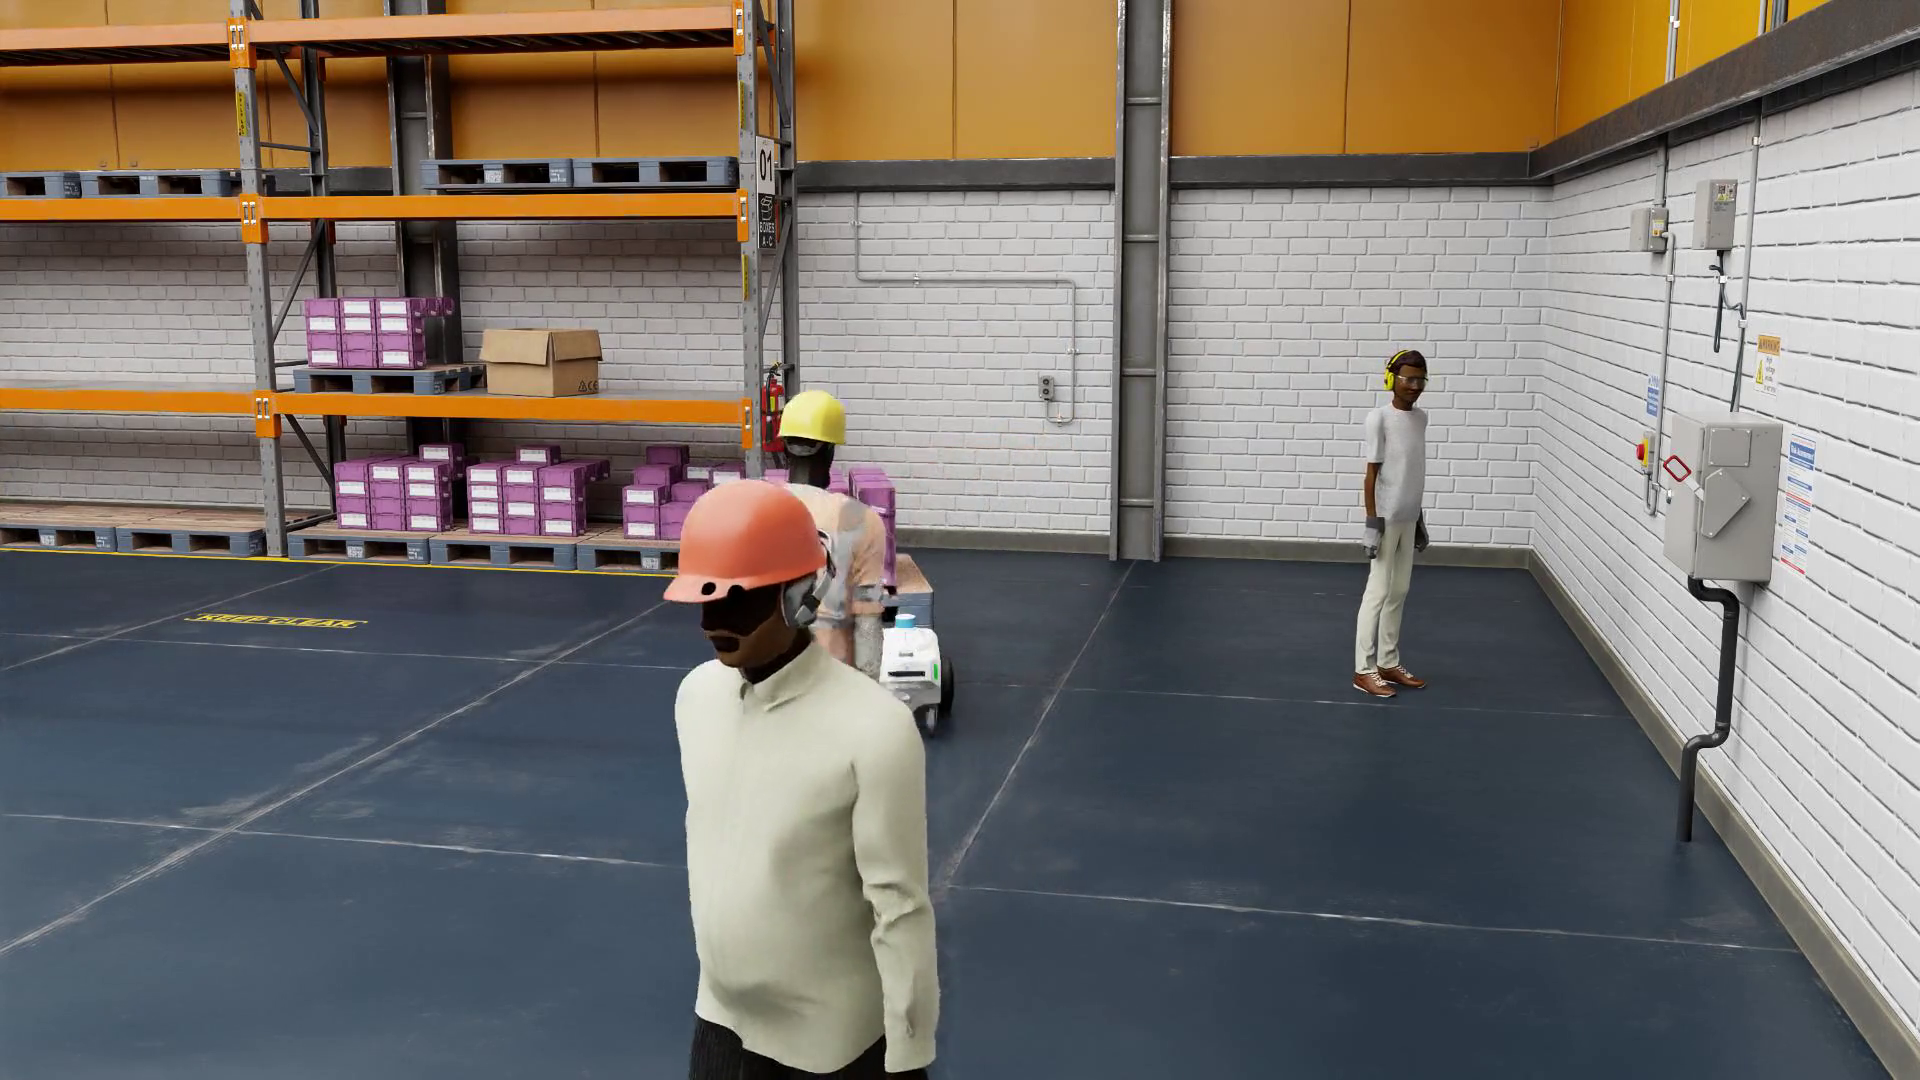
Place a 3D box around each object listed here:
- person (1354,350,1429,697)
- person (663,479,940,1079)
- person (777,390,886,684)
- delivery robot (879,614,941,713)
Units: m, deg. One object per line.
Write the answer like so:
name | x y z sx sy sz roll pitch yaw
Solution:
person | 2.367 -0.094 9.010 0.535 1.862 0.311 -8 13 -41
person | -0.243 0.838 3.129 0.620 1.959 0.929 7 12 38
person | -0.548 0.461 5.524 0.606 1.904 0.623 1 10 9
delivery robot | -0.274 0.618 8.368 0.477 0.478 0.707 0 9 -3
